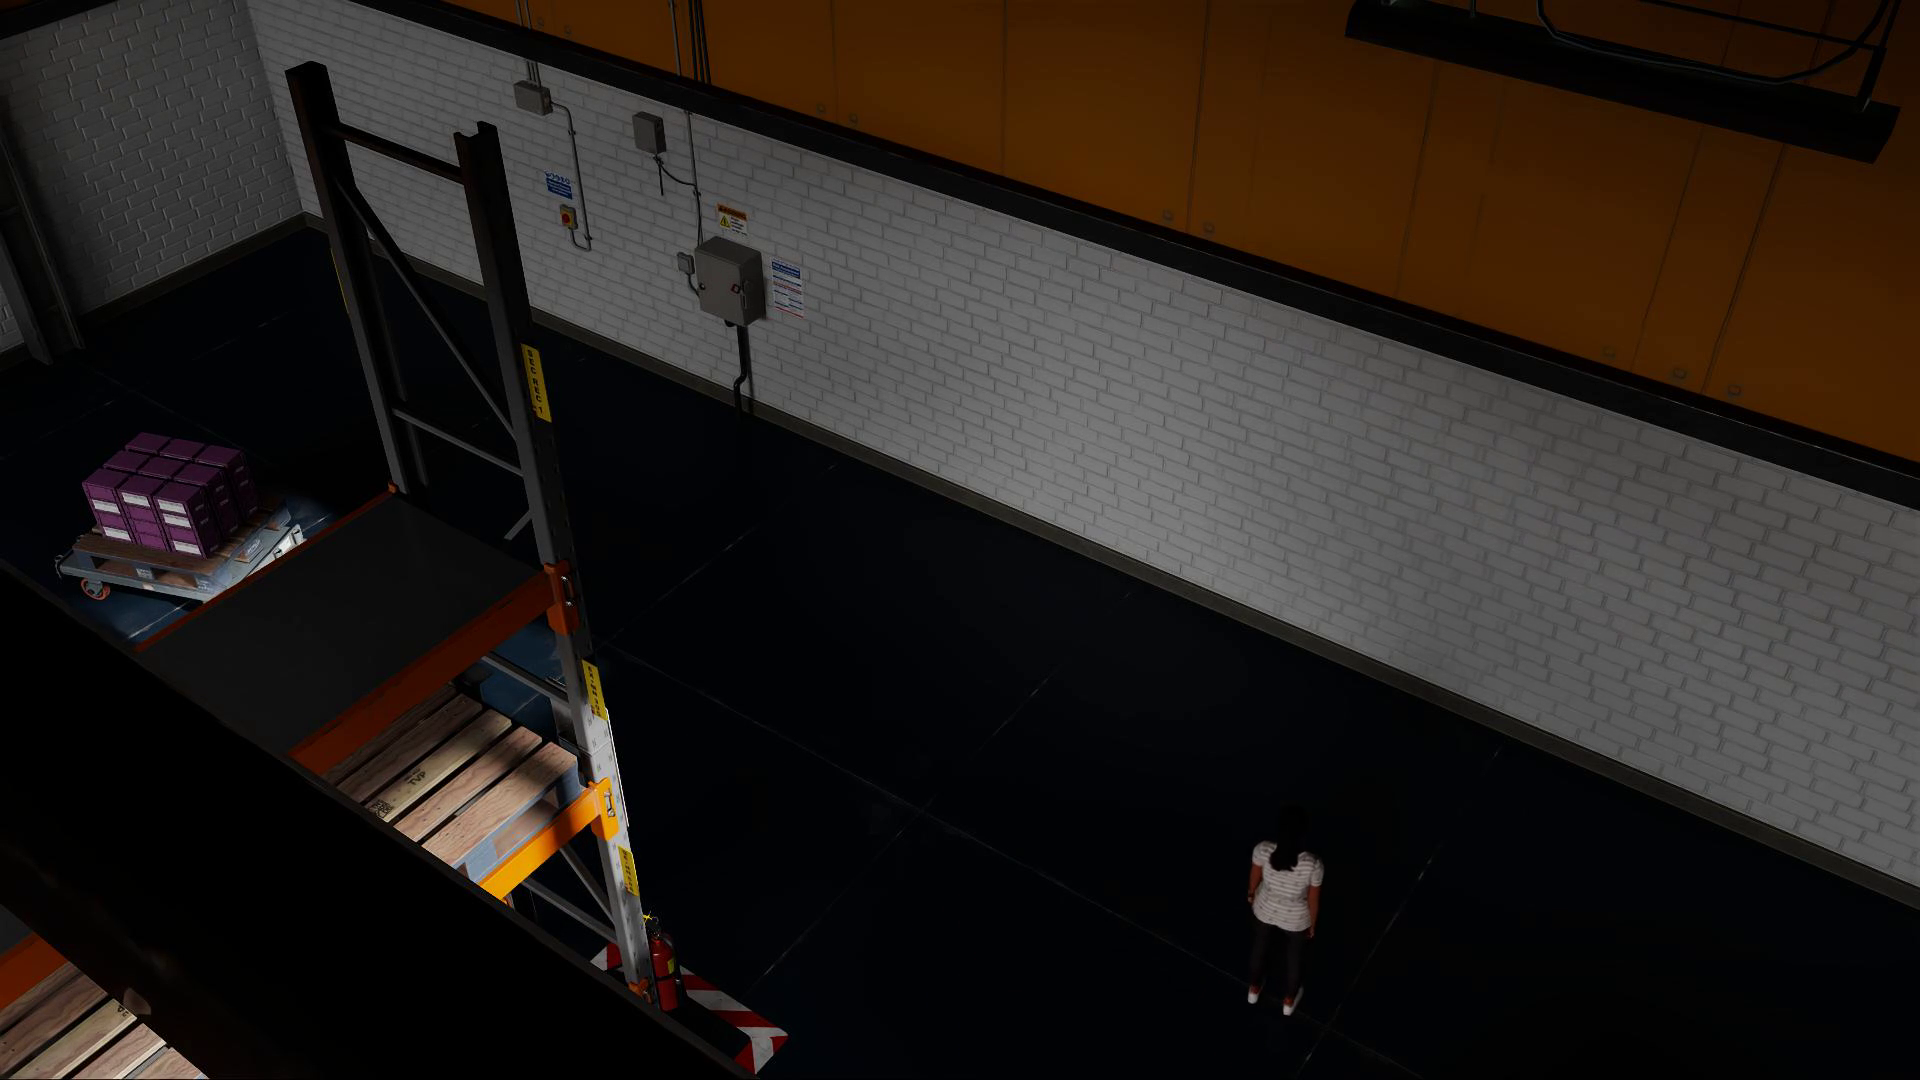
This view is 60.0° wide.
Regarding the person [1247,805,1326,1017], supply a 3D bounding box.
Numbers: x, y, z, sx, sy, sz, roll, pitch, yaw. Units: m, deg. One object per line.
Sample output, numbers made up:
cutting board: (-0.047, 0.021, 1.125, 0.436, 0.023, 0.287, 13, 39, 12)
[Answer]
person: (1.831, 2.154, 9.542, 0.617, 1.639, 0.592, 17, 42, 21)
